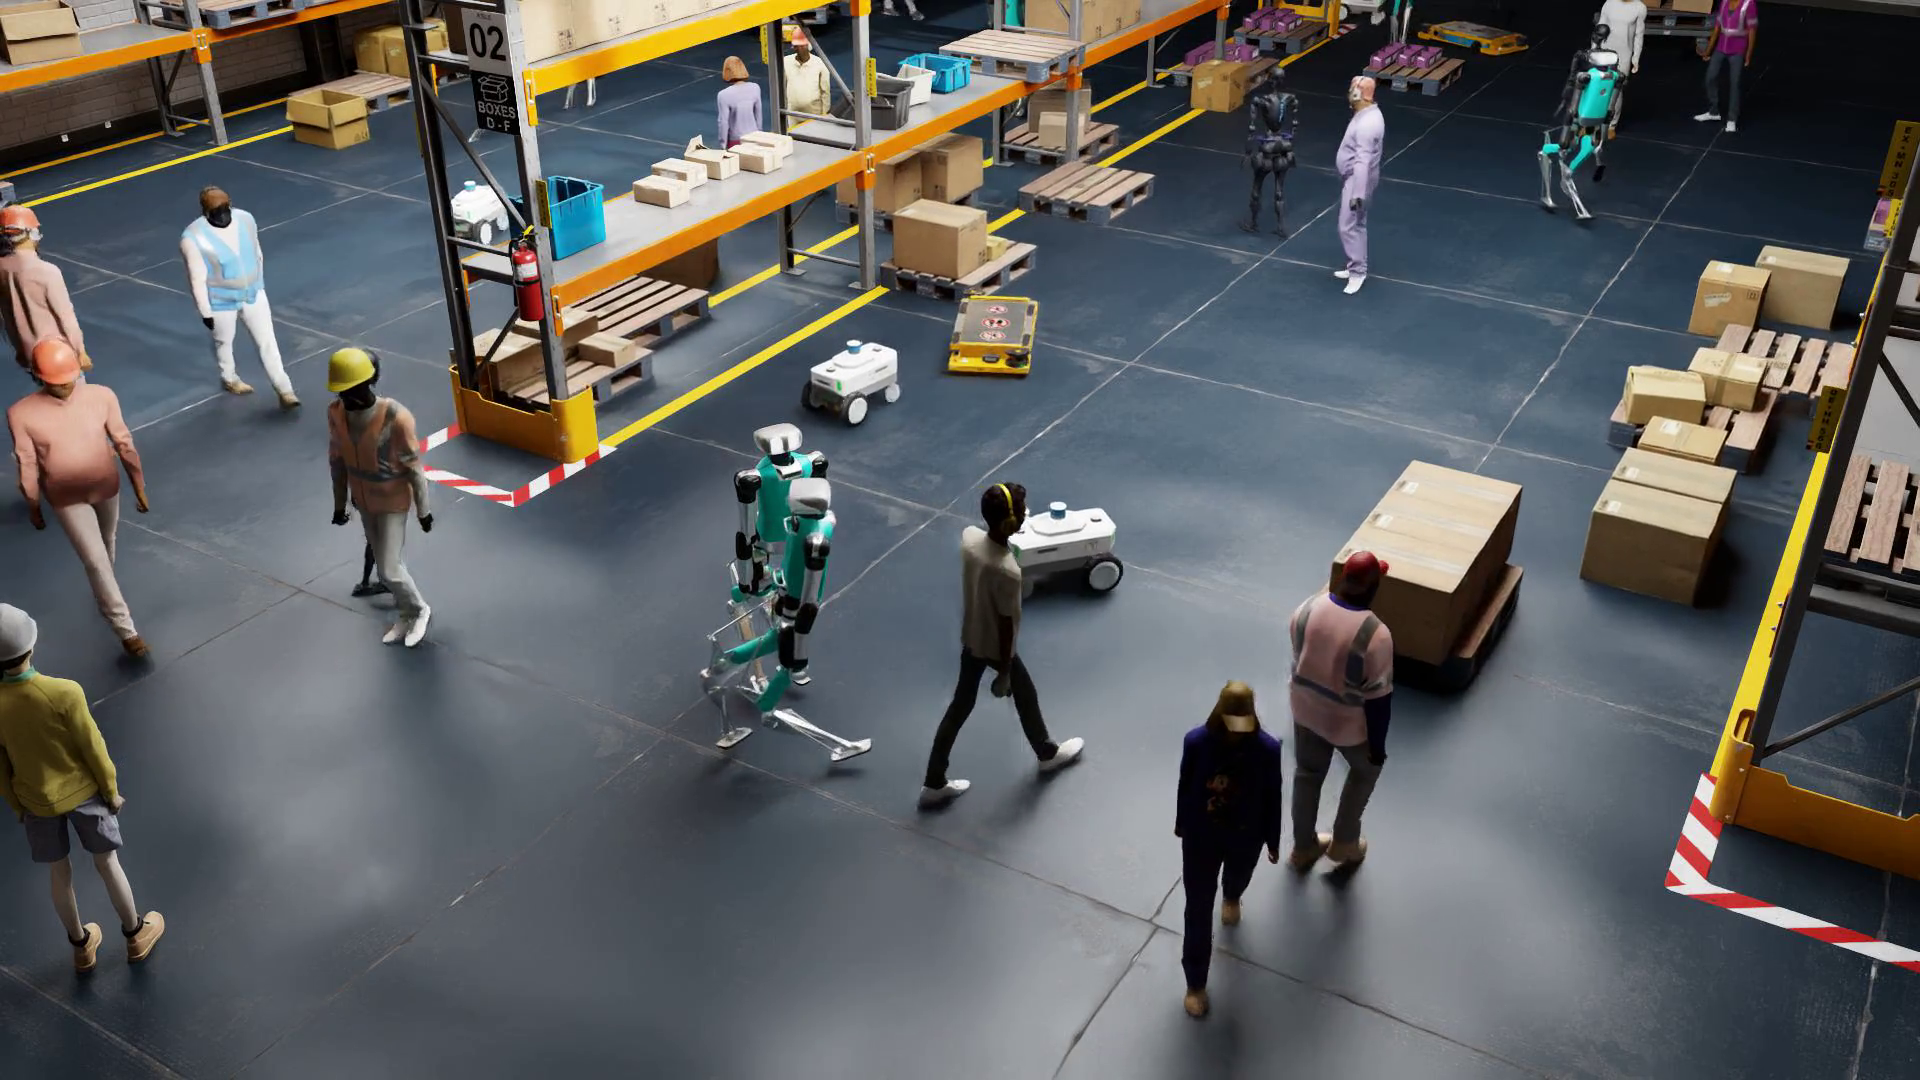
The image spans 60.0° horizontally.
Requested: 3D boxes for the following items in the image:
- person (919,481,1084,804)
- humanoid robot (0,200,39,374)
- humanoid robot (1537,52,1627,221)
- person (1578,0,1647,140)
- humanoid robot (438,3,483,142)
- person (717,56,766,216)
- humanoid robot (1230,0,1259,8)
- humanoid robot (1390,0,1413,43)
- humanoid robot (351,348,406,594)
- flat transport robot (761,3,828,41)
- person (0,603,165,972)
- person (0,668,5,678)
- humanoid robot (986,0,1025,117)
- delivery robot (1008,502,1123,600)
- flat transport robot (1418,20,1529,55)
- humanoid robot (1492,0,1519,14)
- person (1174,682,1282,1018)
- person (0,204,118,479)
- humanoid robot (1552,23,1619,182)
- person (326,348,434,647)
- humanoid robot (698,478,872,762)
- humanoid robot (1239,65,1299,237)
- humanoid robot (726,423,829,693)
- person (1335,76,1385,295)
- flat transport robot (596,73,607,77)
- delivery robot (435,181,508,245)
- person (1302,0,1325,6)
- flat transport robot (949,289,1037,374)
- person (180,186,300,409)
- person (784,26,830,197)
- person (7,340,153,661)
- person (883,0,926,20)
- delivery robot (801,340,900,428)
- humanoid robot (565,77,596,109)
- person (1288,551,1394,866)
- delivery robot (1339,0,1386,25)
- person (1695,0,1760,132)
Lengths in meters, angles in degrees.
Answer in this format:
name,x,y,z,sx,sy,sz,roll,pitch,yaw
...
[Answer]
name,x,y,z,sx,sy,sz,roll,pitch,yaw
person,0.195,0.506,8.470,0.979,1.817,0.508,-20,35,-31
humanoid robot,-7.694,-2.153,13.340,0.675,1.636,0.602,21,36,32
humanoid robot,6.140,-4.046,16.622,0.558,1.732,1.031,-8,30,-13
person,7.558,-5.591,19.189,0.572,1.889,0.374,15,33,24
humanoid robot,-5.445,-5.532,19.255,0.940,1.773,0.548,-23,37,-35
person,-2.195,-4.015,16.667,0.501,1.628,0.280,-21,36,-33
humanoid robot,4.478,-9.039,25.522,0.722,1.637,0.596,-24,37,-36
humanoid robot,6.212,-7.761,23.203,0.552,1.785,0.864,4,30,6
humanoid robot,-3.655,-0.396,10.219,0.414,1.642,0.599,-6,30,-11
flat transport robot,-2.523,-7.501,24.211,0.659,0.231,1.431,-2,30,-3
person,-3.957,1.116,7.320,0.473,1.895,0.385,-7,30,-12
person,-5.575,0.067,9.112,0.375,1.958,0.606,4,30,8
humanoid robot,0.633,-5.867,19.946,0.571,1.906,0.762,7,30,12
delivery robot,0.629,0.043,10.578,0.802,0.598,0.499,-9,31,-15
flat transport robot,7.248,-7.100,23.502,0.659,0.231,1.431,-19,35,-30
humanoid robot,8.285,-8.770,25.033,0.585,1.647,0.449,18,34,28
person,1.189,1.245,7.399,0.459,1.581,0.835,4,30,8
person,-6.422,-1.349,11.618,0.619,1.949,0.772,15,33,25
humanoid robot,6.730,-4.677,17.807,0.584,1.636,0.656,-5,30,-9
person,-3.389,-0.219,9.657,0.595,1.910,0.458,14,32,23
humanoid robot,-1.015,0.496,8.596,1.060,1.727,0.541,-6,30,-10
humanoid robot,3.031,-3.775,16.197,0.596,1.659,0.381,-11,31,-18
humanoid robot,-1.079,0.059,9.210,0.533,1.677,0.735,-18,34,-29
person,3.572,-3.200,14.959,0.412,1.887,0.696,8,30,14
flat transport robot,-5.432,-6.289,22.066,1.431,0.231,0.659,20,35,31
delivery robot,-4.778,-3.225,16.341,0.499,0.580,0.766,8,30,13
person,5.583,-9.131,25.502,0.620,1.840,0.431,3,30,6
flat transport robot,0.295,-1.768,14.068,0.659,0.231,1.431,3,30,4
person,-5.525,-1.844,12.671,1.020,1.771,0.630,24,37,36
person,-1.622,-4.458,17.315,0.562,1.755,0.319,6,30,11
person,-5.129,-0.289,9.770,0.622,1.924,1.069,-26,38,-38
person,-0.843,-8.737,24.764,0.899,1.898,0.506,22,36,34
delivery robot,-0.831,-1.232,12.843,0.499,0.608,0.790,23,36,34
humanoid robot,-4.733,-6.096,20.293,0.530,1.829,0.809,14,32,23
person,1.839,0.822,8.001,0.594,1.733,0.507,25,38,36
delivery robot,5.961,-8.012,24.844,0.811,0.614,0.499,12,32,21
person,9.092,-5.760,19.559,0.355,1.826,0.599,-15,33,-25
